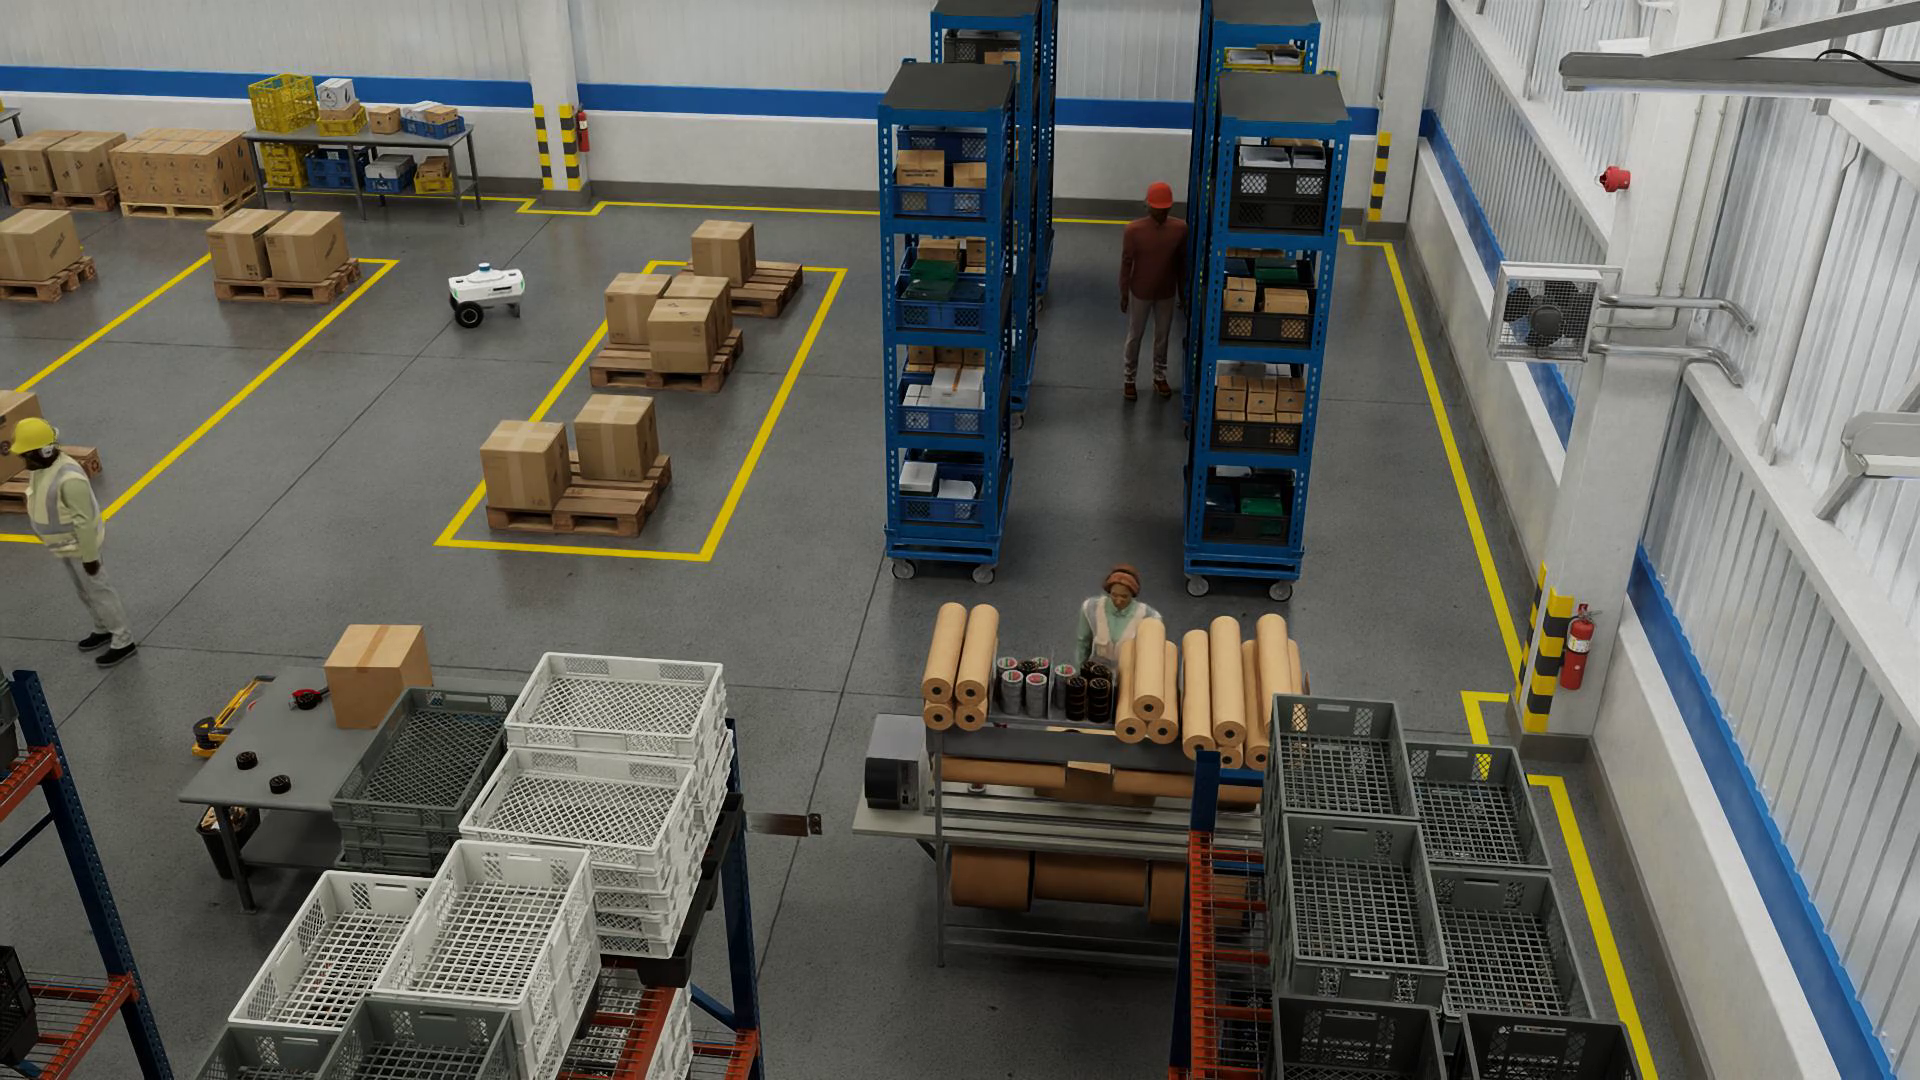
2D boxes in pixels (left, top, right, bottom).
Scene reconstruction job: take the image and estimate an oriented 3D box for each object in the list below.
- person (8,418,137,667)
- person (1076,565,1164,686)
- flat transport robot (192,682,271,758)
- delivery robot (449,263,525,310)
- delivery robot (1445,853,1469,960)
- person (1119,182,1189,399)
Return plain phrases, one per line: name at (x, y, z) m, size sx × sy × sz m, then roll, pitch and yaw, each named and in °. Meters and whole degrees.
person at (-5.949, -0.001, 11.123) m, size 0.602 × 1.819 × 0.415 m, roll 26°, pitch 39°, yaw 37°
person at (0.932, 0.863, 9.824) m, size 0.518 × 1.635 × 0.329 m, roll 11°, pitch 32°, yaw 19°
flat transport robot at (-4.089, 1.163, 10.648) m, size 1.431 × 0.197 × 0.652 m, roll 3°, pitch 30°, yaw 6°
delivery robot at (-4.714, -2.522, 16.608) m, size 0.707 × 0.478 × 0.477 m, roll -11°, pitch 32°, yaw -18°
delivery robot at (2.656, 1.948, 8.931) m, size 0.477 × 0.478 × 0.707 m, roll 25°, pitch 39°, yaw 36°
person at (1.718, -2.209, 14.739) m, size 0.626 × 1.992 × 0.387 m, roll -6°, pitch 31°, yaw -10°
